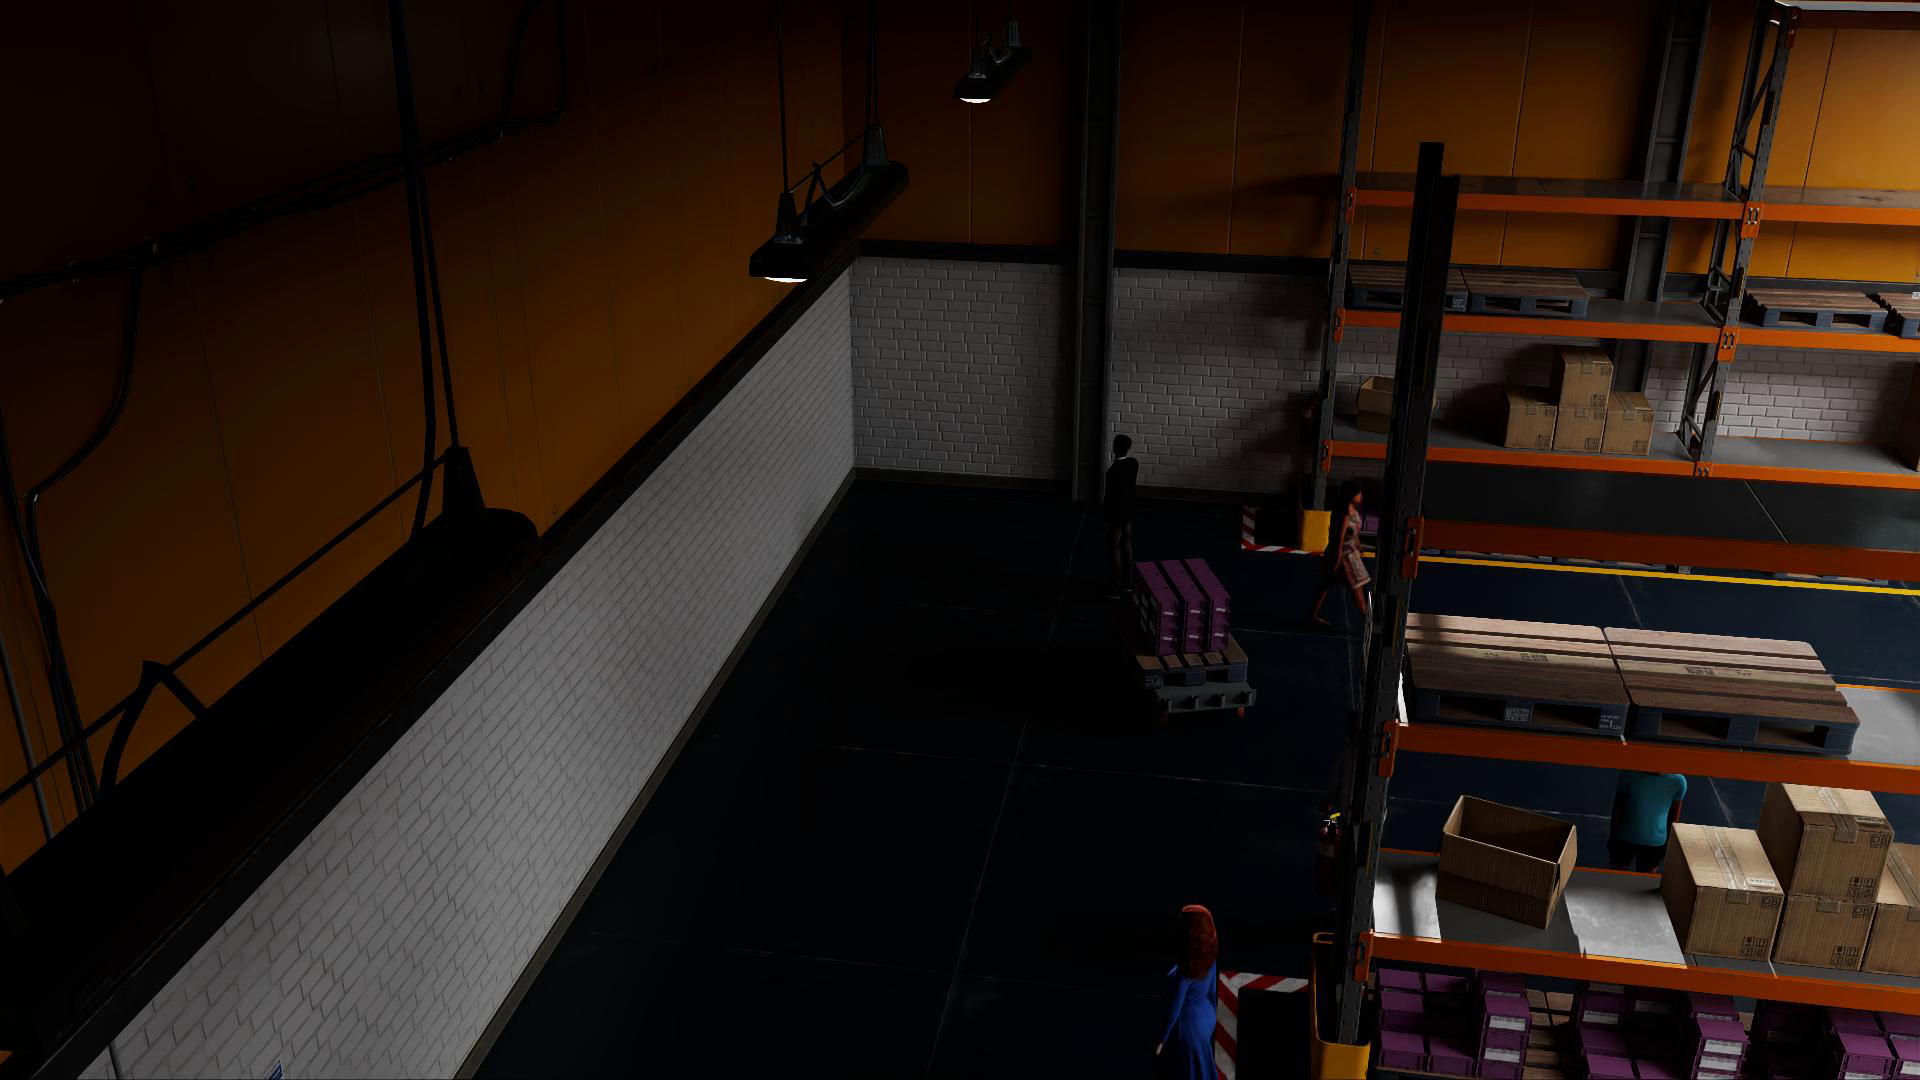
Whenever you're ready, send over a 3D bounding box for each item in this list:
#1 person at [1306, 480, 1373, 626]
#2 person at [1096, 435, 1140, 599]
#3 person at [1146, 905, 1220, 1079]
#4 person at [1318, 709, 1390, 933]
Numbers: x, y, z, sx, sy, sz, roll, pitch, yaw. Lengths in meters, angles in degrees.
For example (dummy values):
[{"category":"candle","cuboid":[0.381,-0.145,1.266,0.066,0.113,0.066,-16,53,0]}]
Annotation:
[{"category":"person","cuboid":[3.777,0.168,16.815,1.053,1.607,0.656,5,24,11]},{"category":"person","cuboid":[1.688,-0.260,17.551,0.736,1.801,0.744,18,29,35]},{"category":"person","cuboid":[1.461,3.044,10.005,1.221,1.791,0.890,12,27,26]},{"category":"person","cuboid":[3.033,2.036,12.171,0.726,1.903,0.748,2,24,4]}]
